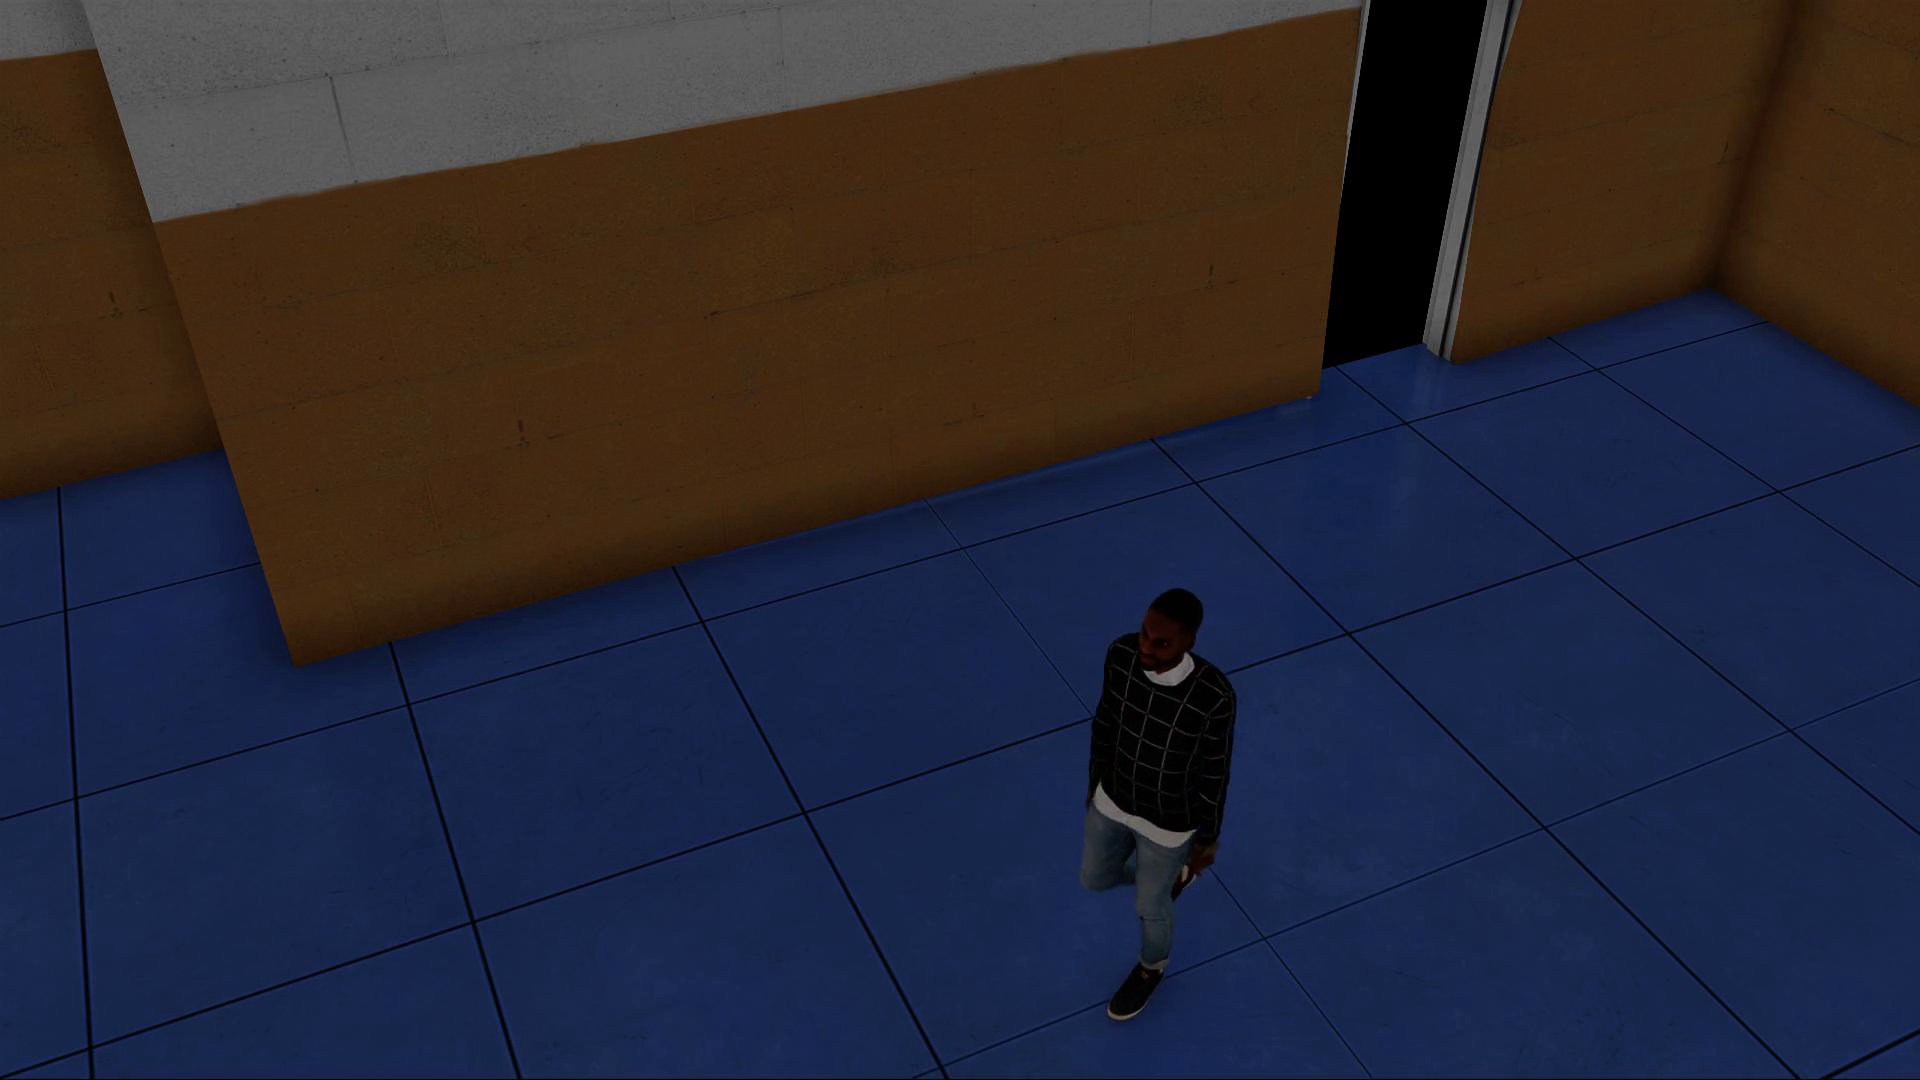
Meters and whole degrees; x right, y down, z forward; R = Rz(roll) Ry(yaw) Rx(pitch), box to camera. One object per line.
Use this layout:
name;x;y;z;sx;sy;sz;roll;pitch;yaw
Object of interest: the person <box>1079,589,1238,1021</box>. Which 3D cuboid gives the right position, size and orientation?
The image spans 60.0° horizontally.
person;0.705;0.836;5.580;0.883;1.806;0.909;28;45;32
